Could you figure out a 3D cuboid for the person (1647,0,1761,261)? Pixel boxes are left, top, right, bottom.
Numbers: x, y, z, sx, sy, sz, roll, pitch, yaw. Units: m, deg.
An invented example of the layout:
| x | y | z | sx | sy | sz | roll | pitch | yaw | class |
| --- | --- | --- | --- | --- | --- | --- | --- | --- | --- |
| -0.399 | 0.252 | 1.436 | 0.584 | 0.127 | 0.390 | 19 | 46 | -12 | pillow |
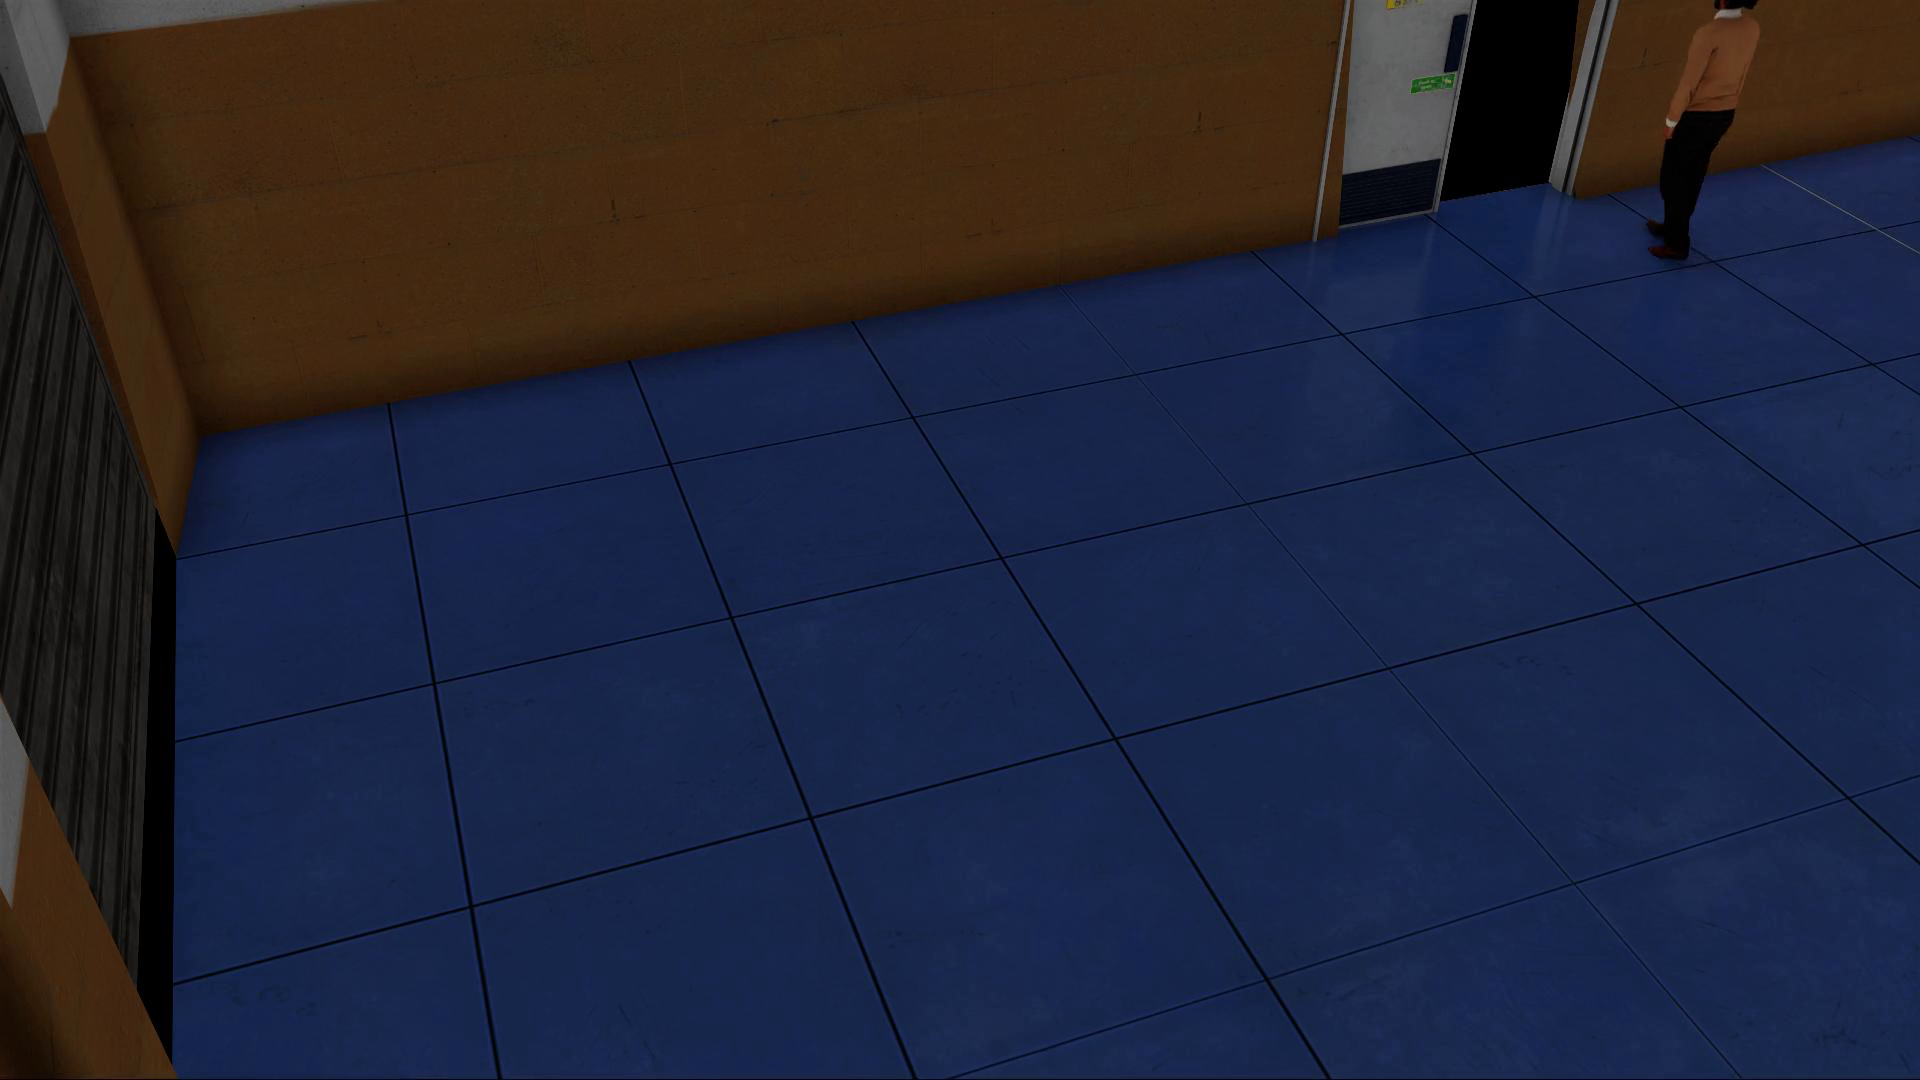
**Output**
| x | y | z | sx | sy | sz | roll | pitch | yaw | class |
| --- | --- | --- | --- | --- | --- | --- | --- | --- | --- |
| 4.516 | -2.558 | 10.084 | 0.699 | 1.767 | 0.792 | -16 | 40 | -21 | person |
